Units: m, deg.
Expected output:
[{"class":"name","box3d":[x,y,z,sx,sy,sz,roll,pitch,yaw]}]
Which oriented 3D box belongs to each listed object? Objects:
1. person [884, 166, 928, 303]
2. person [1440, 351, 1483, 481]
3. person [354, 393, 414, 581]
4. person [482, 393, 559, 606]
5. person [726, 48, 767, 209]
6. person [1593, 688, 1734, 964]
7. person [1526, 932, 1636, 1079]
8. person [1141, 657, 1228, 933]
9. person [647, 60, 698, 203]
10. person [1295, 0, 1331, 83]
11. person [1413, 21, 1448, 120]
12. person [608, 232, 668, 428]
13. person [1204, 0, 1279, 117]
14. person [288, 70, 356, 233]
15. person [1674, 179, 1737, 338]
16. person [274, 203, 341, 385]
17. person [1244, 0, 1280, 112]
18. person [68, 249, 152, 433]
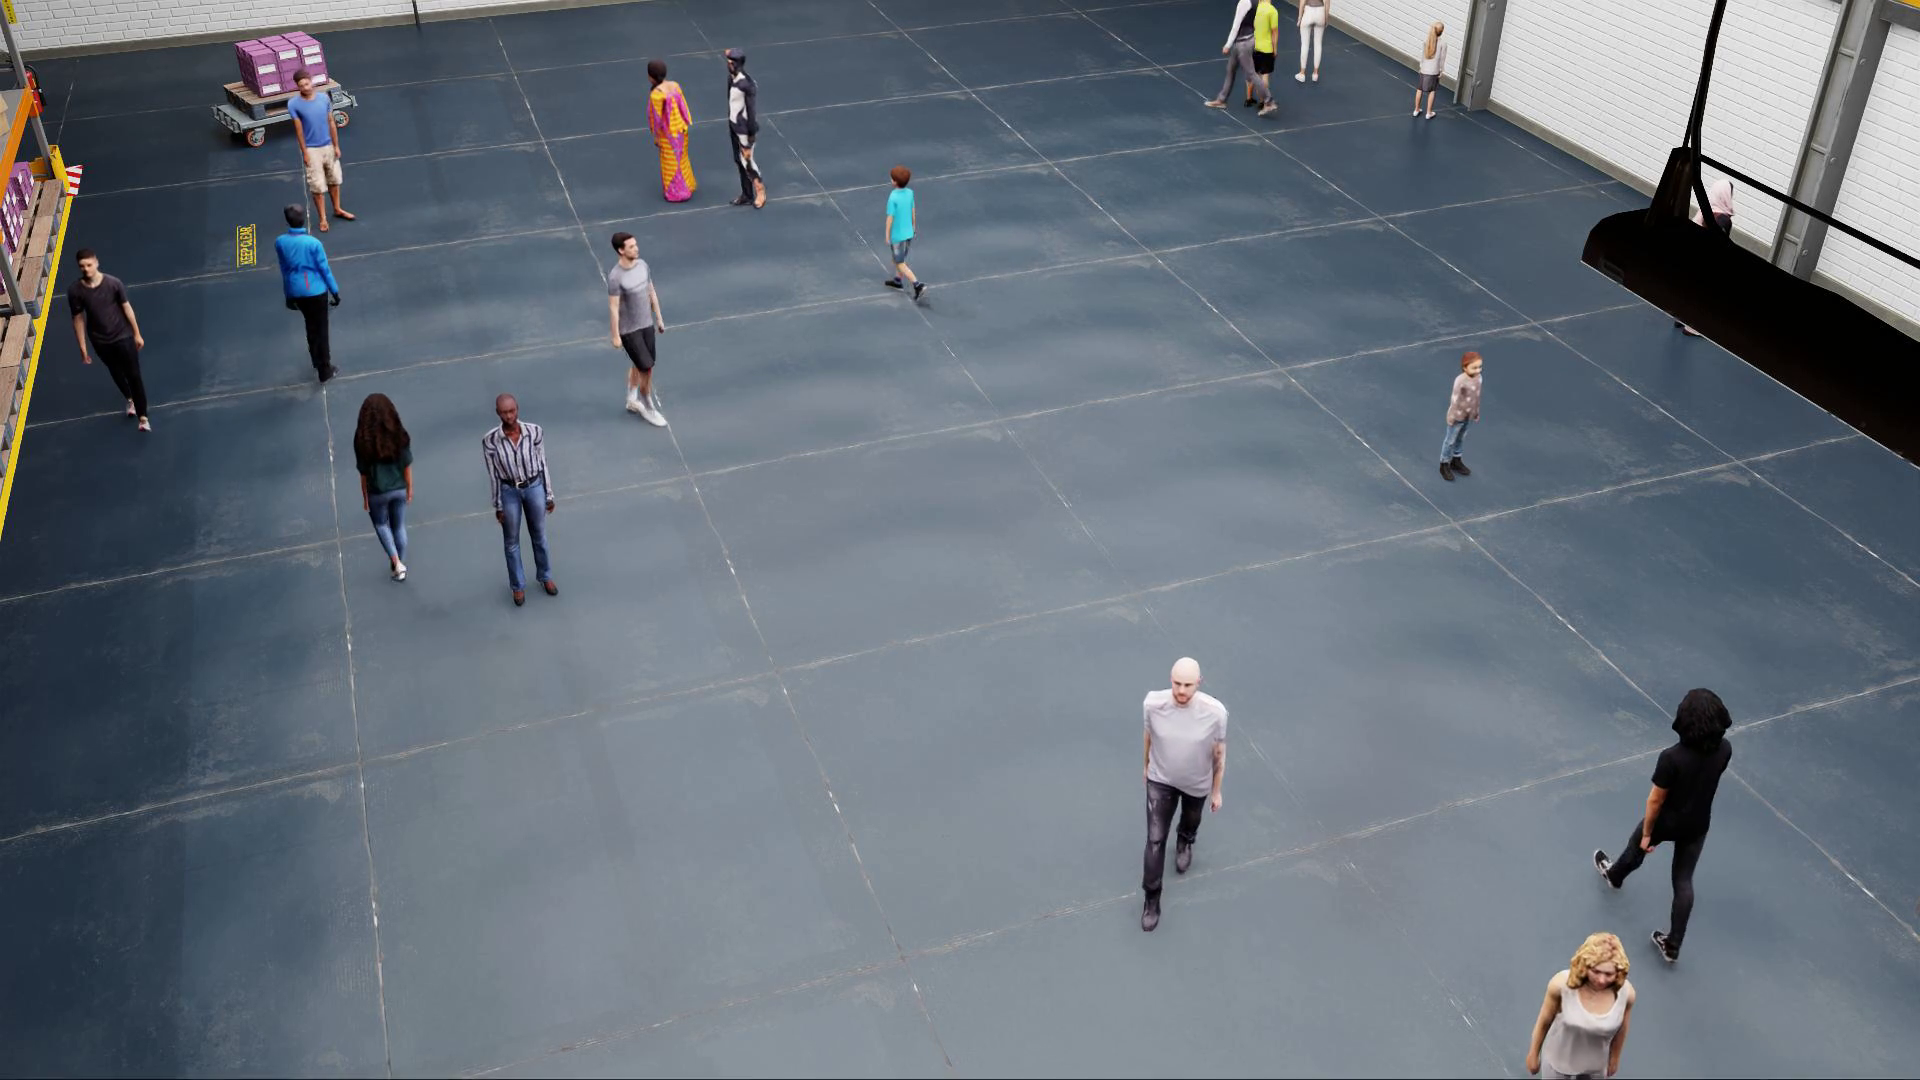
[{"class":"person","box3d":[-0.570,-3.220,17.518,0.968,1.430,0.794,25,41,32]},{"class":"person","box3d":[4.397,-1.115,14.565,0.509,1.194,0.500,-17,37,-23]},{"class":"person","box3d":[-4.460,-0.356,13.057,0.654,1.599,0.710,-21,39,-28]},{"class":"person","box3d":[-3.395,-0.333,12.844,0.649,1.795,0.568,-16,37,-22]},{"class":"person","box3d":[-2.524,-4.847,19.555,0.817,1.885,0.685,-22,39,-29]},{"class":"person","box3d":[4.267,1.704,9.783,0.844,1.791,1.192,-4,34,-6]},{"class":"person","box3d":[3.180,2.578,8.586,0.740,1.662,0.779,6,34,9]},{"class":"person","box3d":[1.379,1.422,10.215,1.103,1.783,1.300,7,34,10]},{"class":"person","box3d":[-3.474,-4.906,19.848,0.890,1.658,0.823,12,35,17]},{"class":"person","box3d":[4.987,-7.349,23.464,0.647,1.724,0.629,-1,34,-1]},{"class":"person","box3d":[6.313,-6.322,22.324,0.587,1.275,0.657,20,39,28]},{"class":"person","box3d":[-3.054,-1.976,15.258,0.970,1.860,0.903,18,38,25]},{"class":"person","box3d":[3.884,-6.585,22.151,1.214,1.906,1.251,10,35,15]},{"class":"person","box3d":[-7.376,-4.524,19.109,0.879,1.841,0.793,29,43,36]},{"class":"person","box3d":[7.528,-2.862,16.792,0.755,1.638,0.645,-2,34,-4]},{"class":"person","box3d":[-6.236,-2.304,15.824,0.749,1.780,0.777,4,34,5]},{"class":"person","box3d":[4.094,-6.688,22.486,0.750,1.706,0.596,-25,41,-33]},{"class":"person","box3d":[-7.753,-1.866,15.220,0.644,1.720,1.067,-12,35,-17]}]
